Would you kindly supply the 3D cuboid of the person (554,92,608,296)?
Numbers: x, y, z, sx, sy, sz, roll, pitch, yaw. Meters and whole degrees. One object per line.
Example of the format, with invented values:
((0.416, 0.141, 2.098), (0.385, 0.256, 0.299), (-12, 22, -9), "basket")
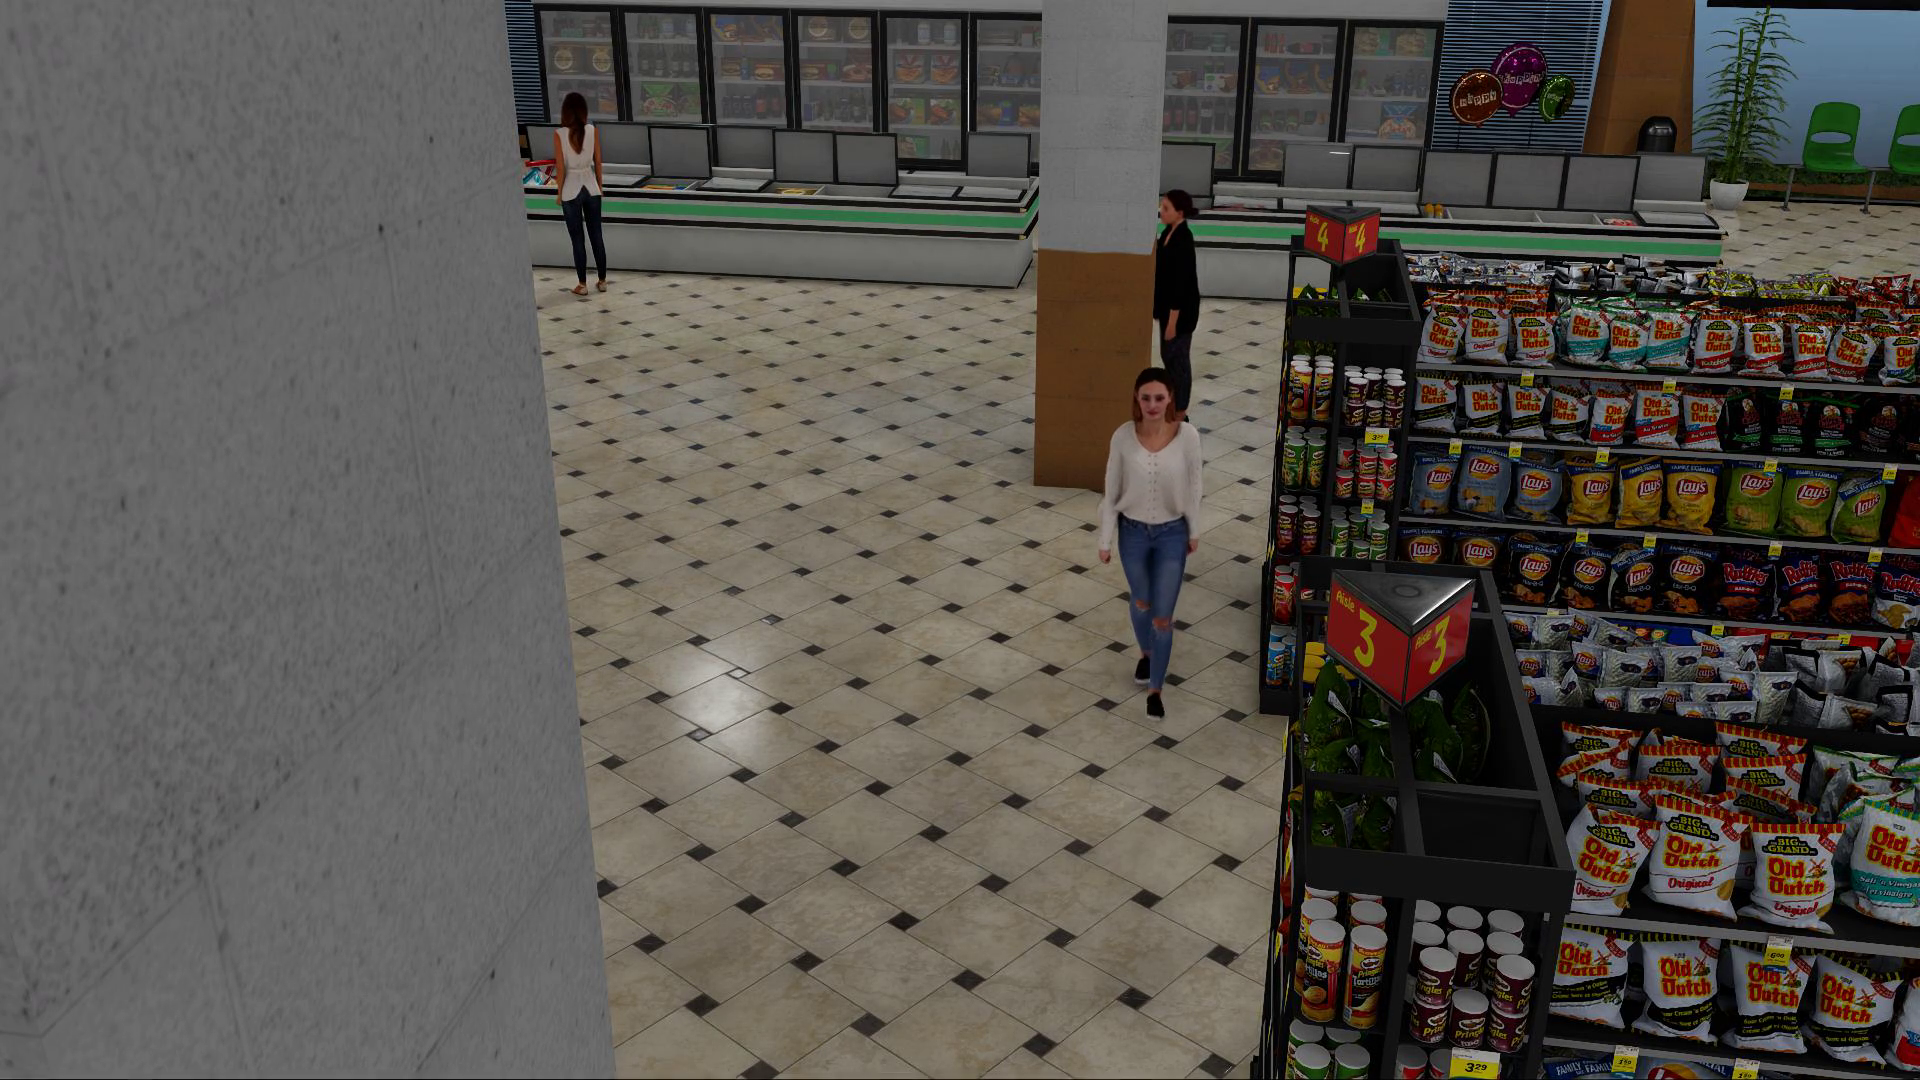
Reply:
((-3.372, -3.085, 14.834), (0.661, 1.786, 0.725), (-15, 28, -31), "person")

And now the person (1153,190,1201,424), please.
((1.493, -1.556, 11.430), (0.675, 1.716, 0.704), (-3, 24, -7), "person")

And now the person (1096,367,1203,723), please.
((0.923, -0.038, 8.027), (0.839, 1.663, 0.702), (4, 24, 9), "person")
